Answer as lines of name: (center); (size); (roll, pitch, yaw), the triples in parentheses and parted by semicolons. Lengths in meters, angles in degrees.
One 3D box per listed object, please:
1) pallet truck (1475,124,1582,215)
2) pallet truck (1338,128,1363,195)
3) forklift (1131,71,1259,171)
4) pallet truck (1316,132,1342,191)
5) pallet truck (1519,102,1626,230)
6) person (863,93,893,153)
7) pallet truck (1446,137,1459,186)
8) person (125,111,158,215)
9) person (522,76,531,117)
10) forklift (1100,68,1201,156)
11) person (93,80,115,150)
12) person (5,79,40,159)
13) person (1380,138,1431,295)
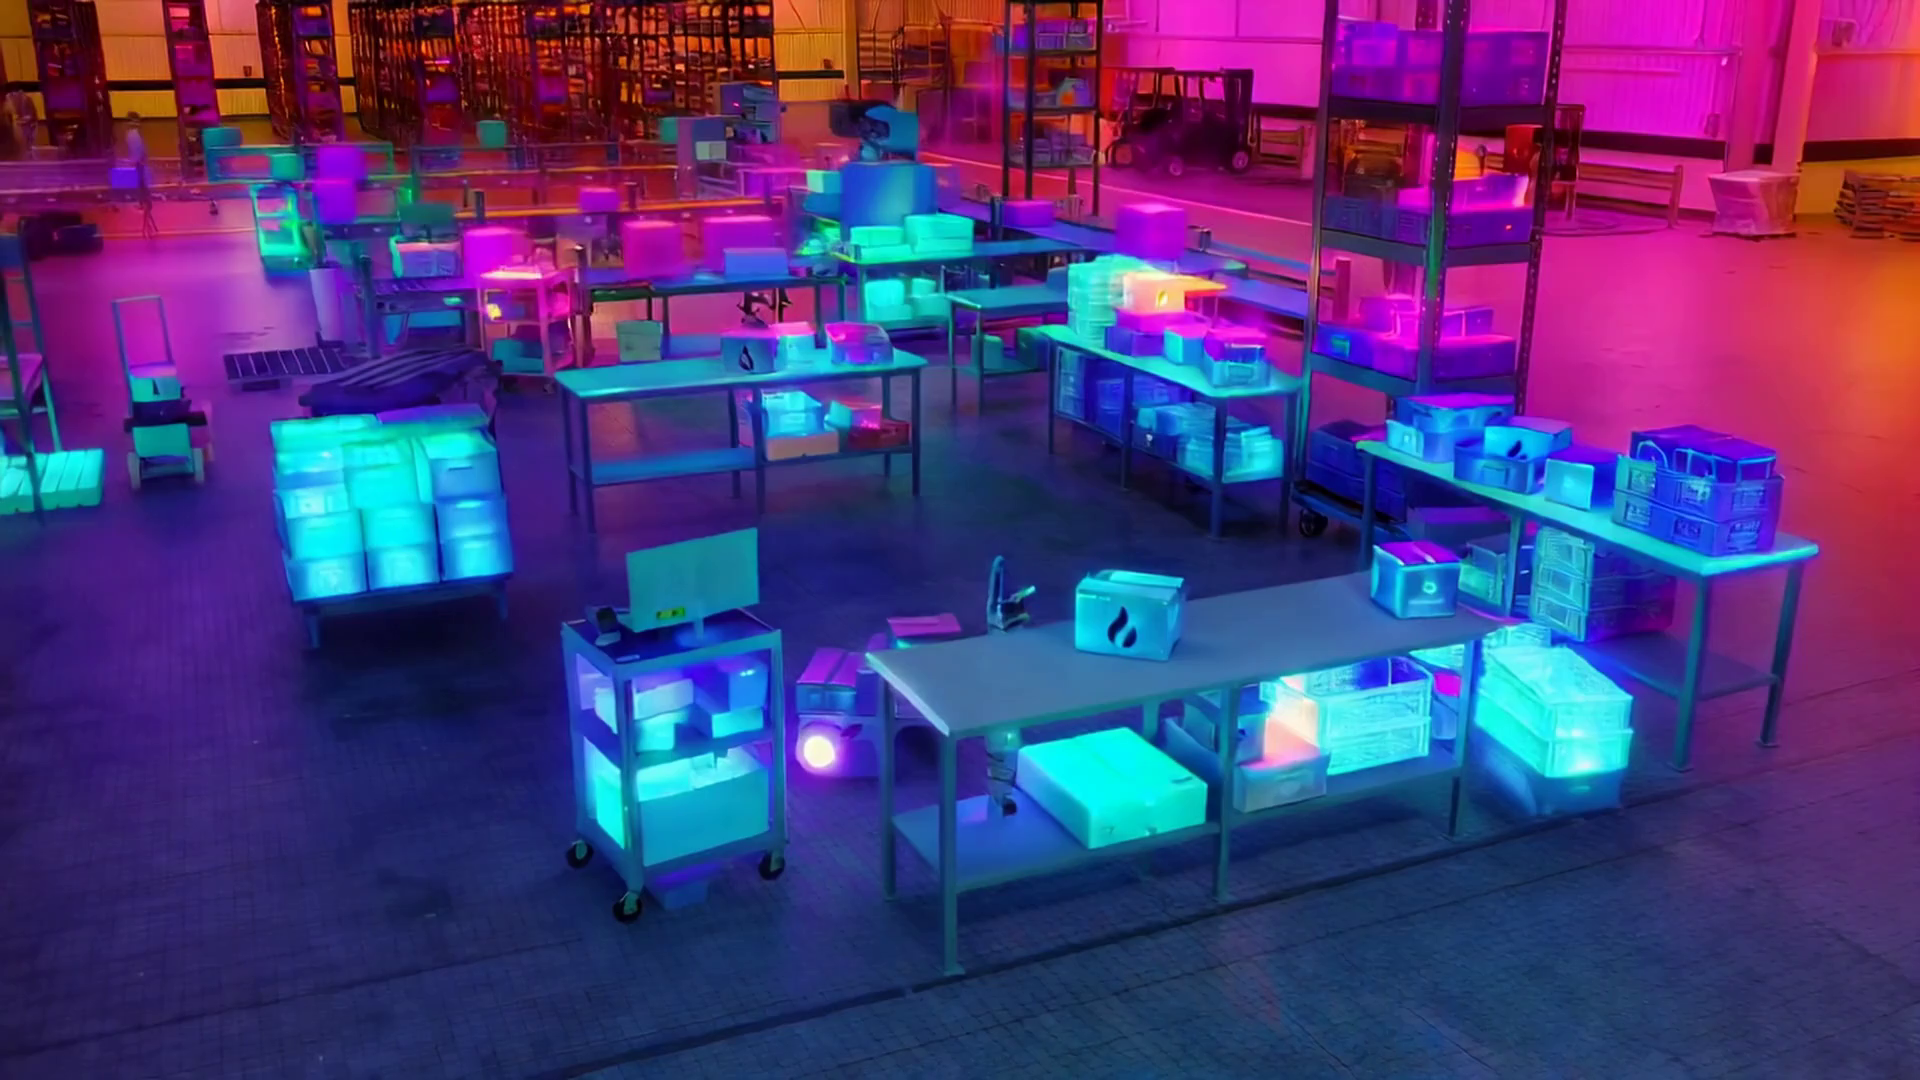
pallet truck: (9.707, -6.455, 28.103); (1.885, 1.965, 0.823); (-7, 19, -20)
pallet truck: (7.845, -7.140, 31.411); (1.522, 1.261, 0.704); (-9, 20, -25)
forklift: (4.998, -8.936, 35.413); (2.680, 1.987, 1.157); (-9, 20, -25)
pallet truck: (7.723, -7.504, 32.656); (1.601, 1.201, 0.680); (-8, 19, -23)
pallet truck: (9.972, -6.037, 26.785); (1.885, 1.965, 0.823); (-9, 20, -25)
person: (-1.589, -7.570, 31.788); (0.511, 1.890, 0.644); (10, 20, 30)
pallet truck: (9.184, -6.485, 29.328); (1.630, 1.274, 0.653); (-8, 19, -23)
person: (-14.030, -6.444, 28.465); (0.350, 1.756, 0.536); (-13, 22, -35)
person: (-11.675, -11.661, 44.754); (0.373, 1.841, 0.569); (-8, 19, -25)
forklift: (4.082, -9.564, 37.410); (2.680, 1.987, 1.157); (-8, 19, -23)
person: (-21.721, -10.738, 41.889); (0.446, 1.814, 0.598); (-8, 19, -23)
person: (-20.864, -9.268, 37.061); (0.640, 1.934, 0.439); (-10, 20, -28)
person: (4.997, -3.527, 18.830); (0.634, 2.029, 0.627); (3, 18, 10)
